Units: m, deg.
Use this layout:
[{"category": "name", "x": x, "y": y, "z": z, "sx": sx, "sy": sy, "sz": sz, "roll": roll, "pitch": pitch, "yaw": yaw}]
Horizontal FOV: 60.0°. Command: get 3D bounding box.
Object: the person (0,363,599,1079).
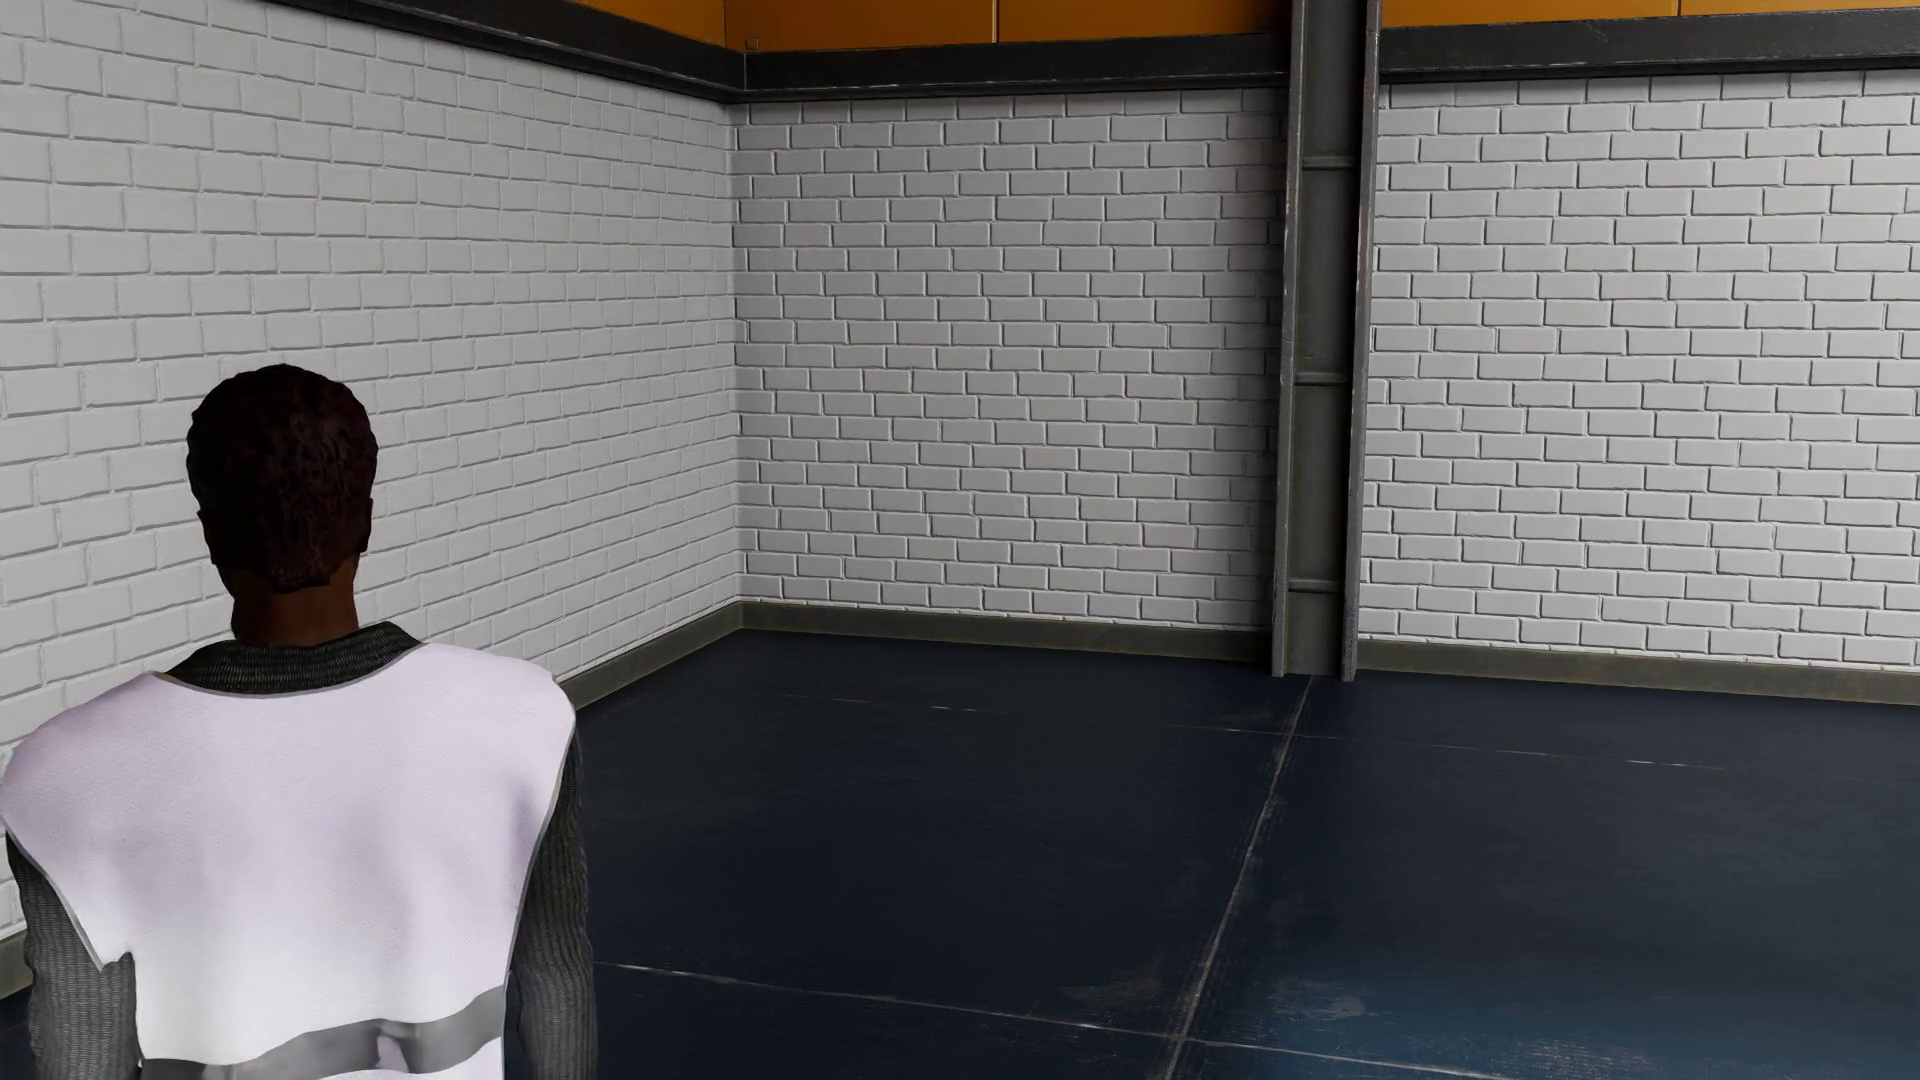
[{"category": "person", "x": -0.698, "y": 0.765, "z": 1.885, "sx": 0.593, "sy": 1.920, "sz": 0.391, "roll": -5, "pitch": 11, "yaw": -27}]
